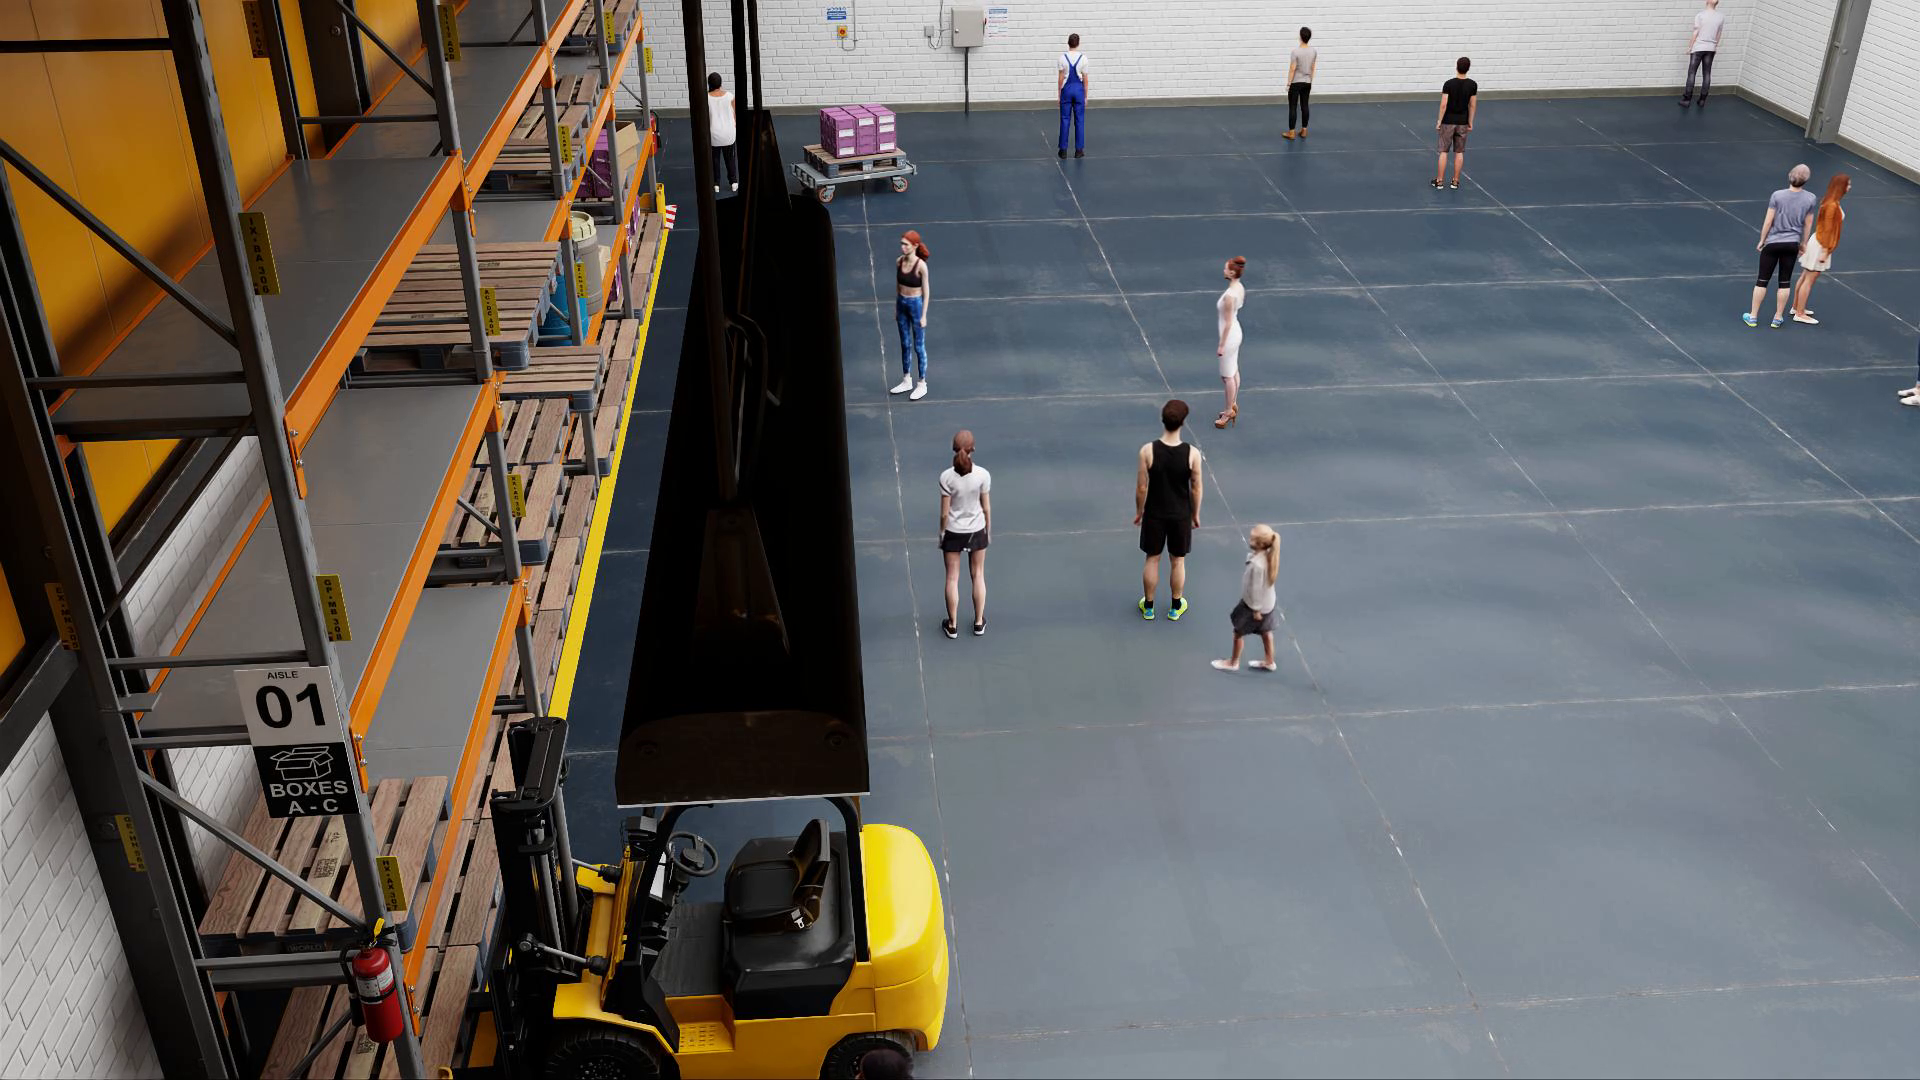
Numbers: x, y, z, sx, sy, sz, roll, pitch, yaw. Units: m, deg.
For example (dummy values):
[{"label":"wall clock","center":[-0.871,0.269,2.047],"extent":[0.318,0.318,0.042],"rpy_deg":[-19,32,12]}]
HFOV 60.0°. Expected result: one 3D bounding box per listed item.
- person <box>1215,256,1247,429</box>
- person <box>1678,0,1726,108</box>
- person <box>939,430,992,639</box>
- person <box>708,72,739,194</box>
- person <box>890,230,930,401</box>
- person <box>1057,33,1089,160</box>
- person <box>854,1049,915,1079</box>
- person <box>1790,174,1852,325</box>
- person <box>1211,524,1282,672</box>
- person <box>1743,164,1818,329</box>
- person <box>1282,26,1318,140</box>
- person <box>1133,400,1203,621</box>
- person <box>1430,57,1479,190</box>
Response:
[{"label":"person","center":[2.681,-1.966,16.504],"extent":[0.706,1.793,0.577],"rpy_deg":[11,30,19]},{"label":"person","center":[12.491,-8.232,27.950],"extent":[0.664,1.831,0.588],"rpy_deg":[-1,29,-1]},{"label":"person","center":[0.032,-0.044,13.024],"extent":[0.577,1.752,0.557],"rpy_deg":[-4,29,-7]},{"label":"person","center":[-3.420,-5.808,23.656],"extent":[0.683,1.687,0.646],"rpy_deg":[-6,29,-12]},{"label":"person","center":[-0.503,-2.330,17.179],"extent":[0.672,1.785,0.732],"rpy_deg":[22,35,34]},{"label":"person","center":[1.698,-6.725,25.168],"extent":[0.656,1.851,0.609],"rpy_deg":[2,29,3]},{"label":"person","center":[-0.296,2.959,7.511],"extent":[0.747,1.758,0.577],"rpy_deg":[-5,29,-9]},{"label":"person","center":[9.896,-3.380,19.169],"extent":[0.755,1.722,0.636],"rpy_deg":[8,30,15]},{"label":"person","center":[2.323,0.464,12.607],"extent":[0.749,1.258,0.730],"rpy_deg":[13,31,22]},{"label":"person","center":[9.360,-3.347,18.935],"extent":[0.744,1.888,0.709],"rpy_deg":[8,30,14]},{"label":"person","center":[5.360,-7.199,26.169],"extent":[0.653,1.724,0.602],"rpy_deg":[-9,30,-16]},{"label":"person","center":[1.648,-0.222,13.203],"extent":[0.732,1.892,0.658],"rpy_deg":[3,29,6]},{"label":"person","center":[7.068,-5.961,23.755],"extent":[0.692,1.862,0.612],"rpy_deg":[1,29,1]}]
